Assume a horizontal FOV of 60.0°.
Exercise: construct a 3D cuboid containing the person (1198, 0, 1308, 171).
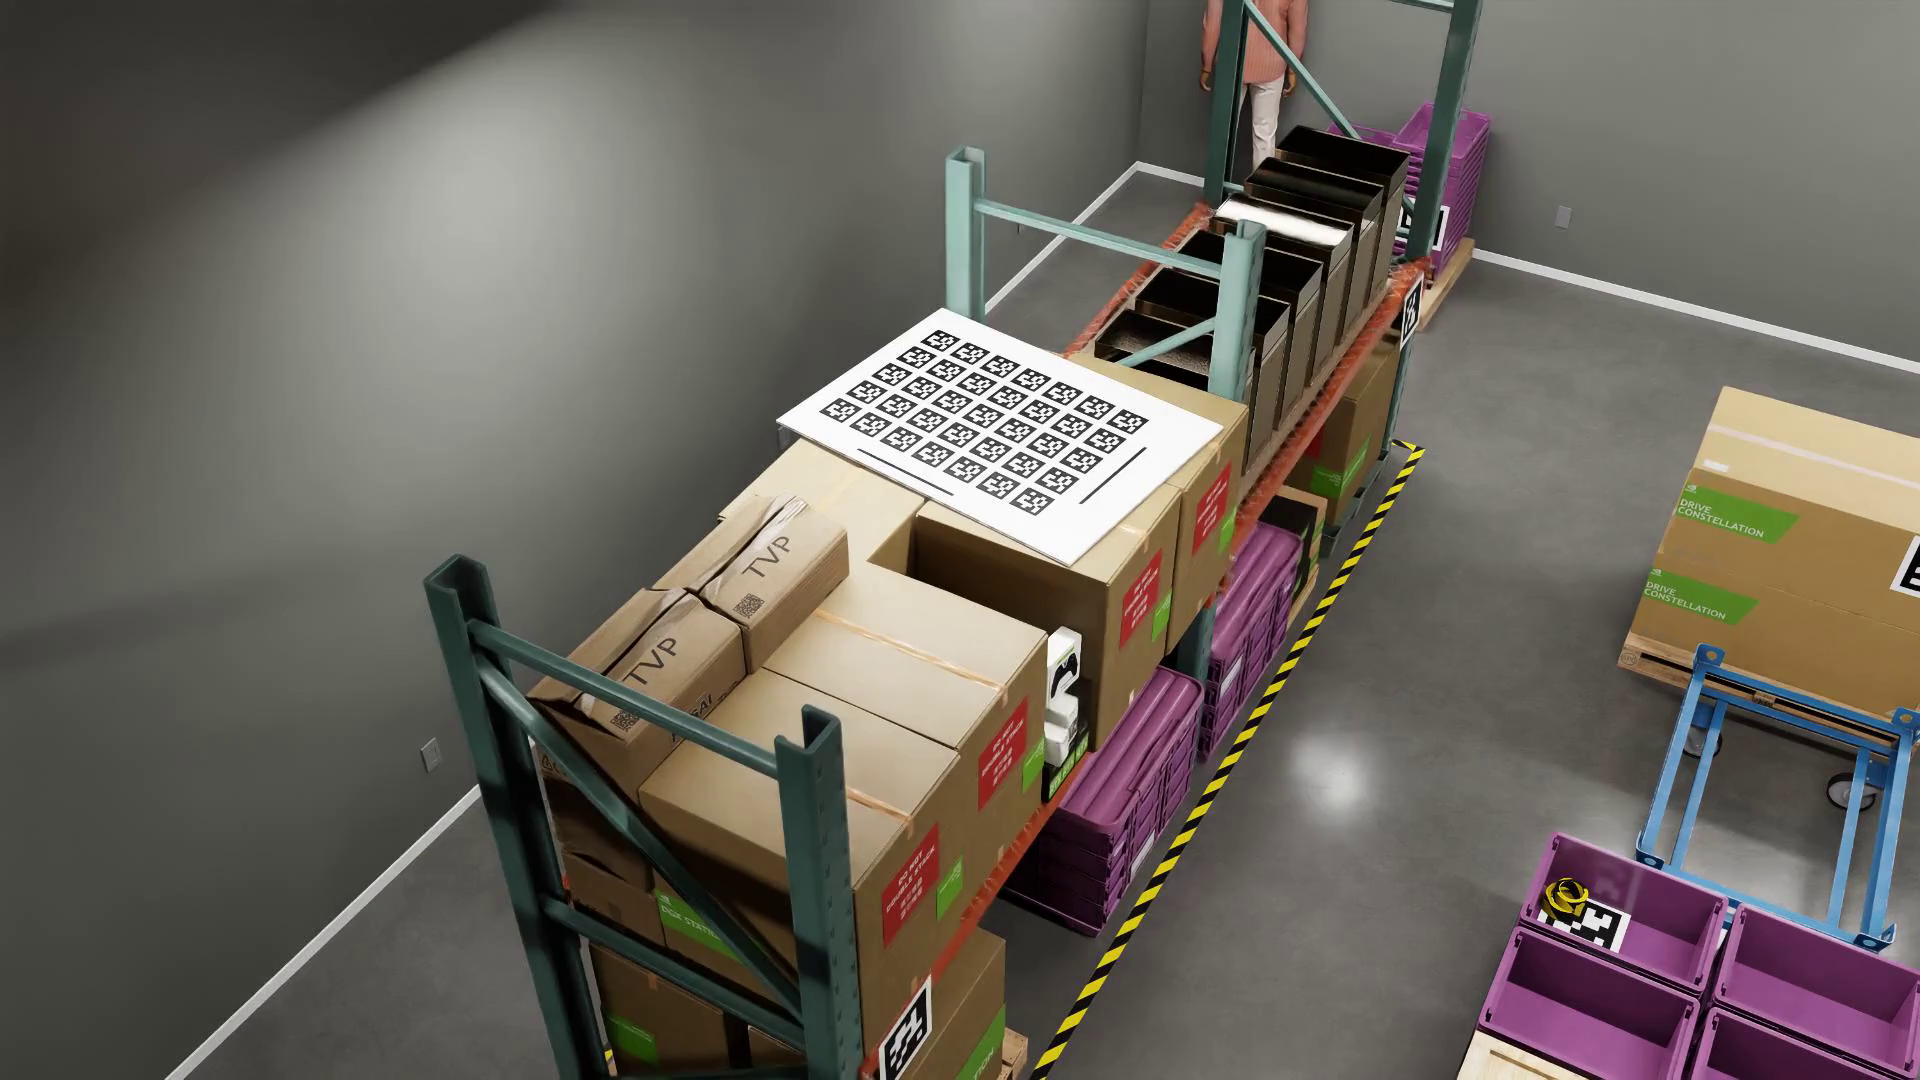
[{"bbox_3d":[1.731,-2.835,9.931,0.611,1.996,0.378,4,40,5],"label":"person"}]
